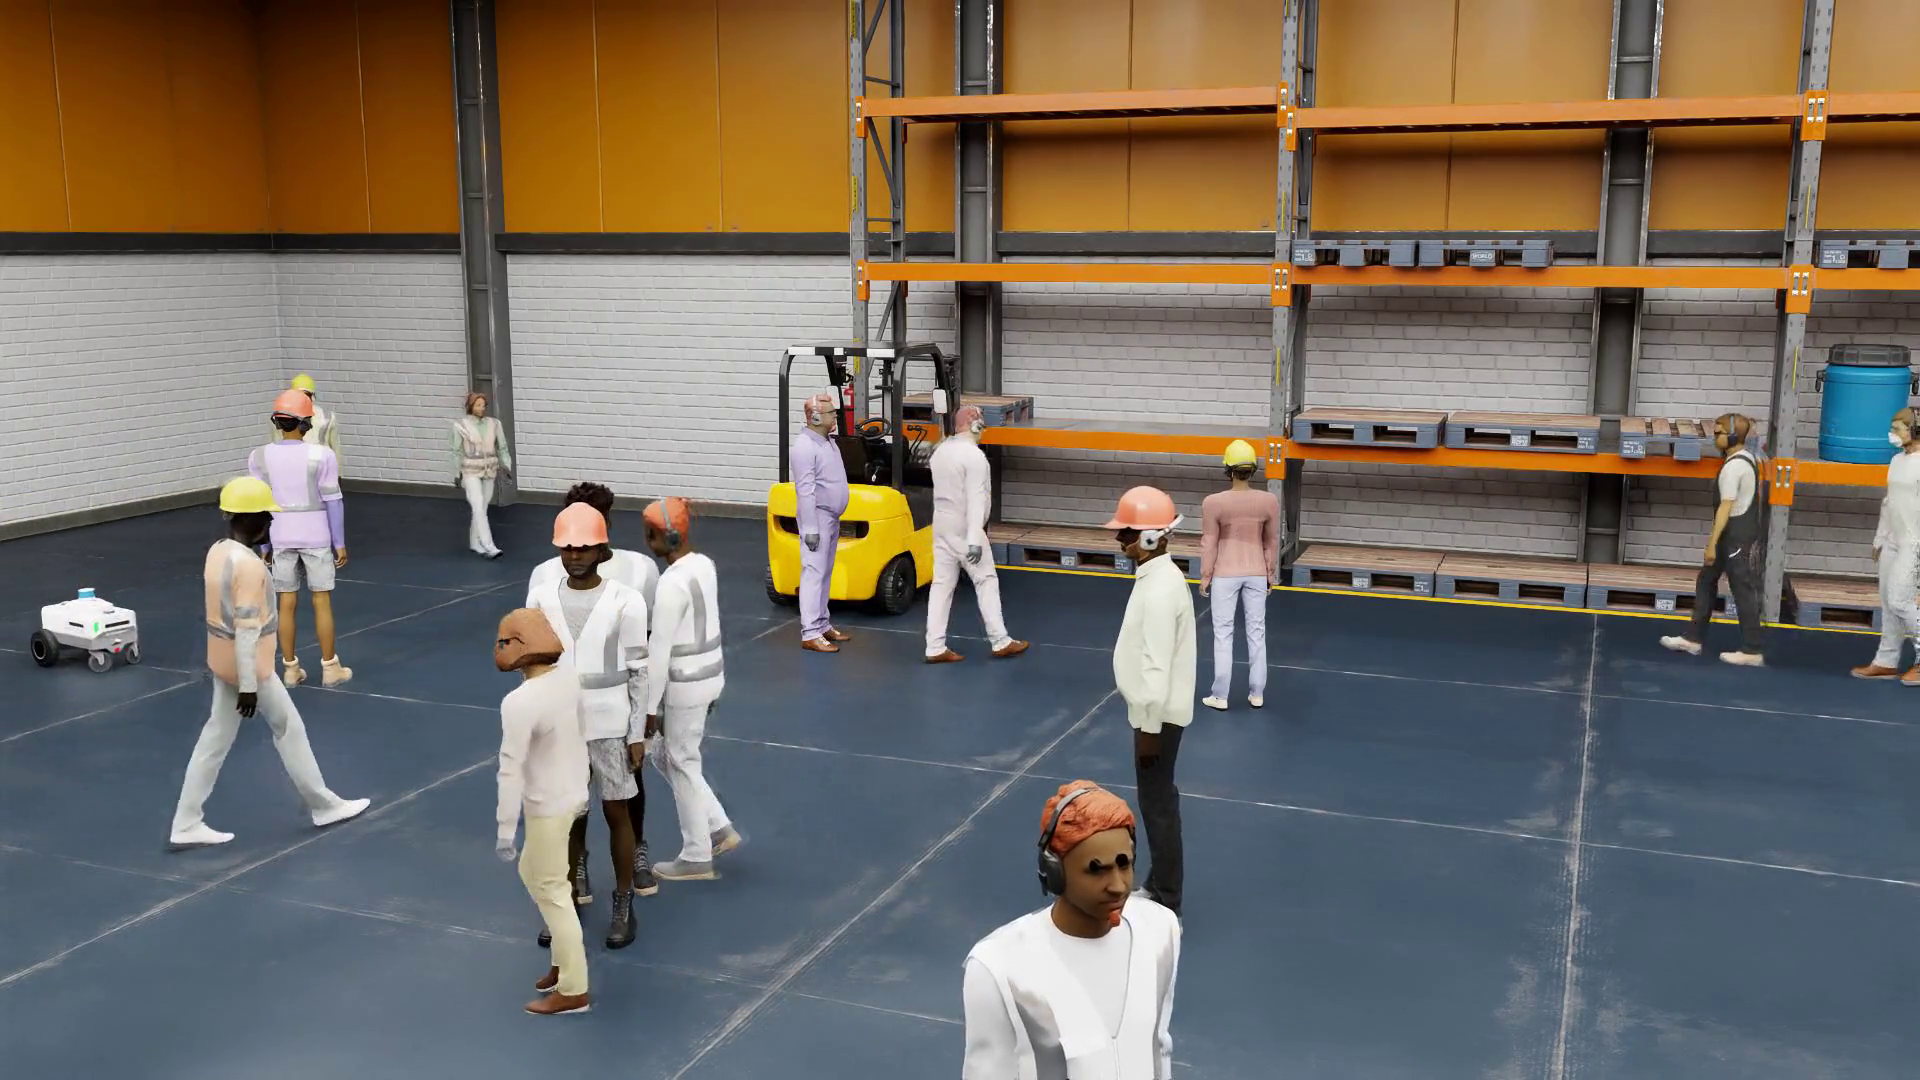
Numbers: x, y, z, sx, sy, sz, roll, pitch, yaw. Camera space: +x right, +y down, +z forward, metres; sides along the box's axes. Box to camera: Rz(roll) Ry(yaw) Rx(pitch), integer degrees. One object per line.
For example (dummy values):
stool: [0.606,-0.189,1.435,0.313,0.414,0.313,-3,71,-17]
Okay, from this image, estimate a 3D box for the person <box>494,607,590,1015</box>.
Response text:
person: [-1.621,1.069,6.552,0.392,1.605,0.591,2,10,13]

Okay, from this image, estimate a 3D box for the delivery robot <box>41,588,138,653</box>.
delivery robot: [-6.237,0.590,11.912,0.707,0.478,0.477,6,12,31]

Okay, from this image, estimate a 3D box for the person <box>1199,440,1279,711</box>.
person: [1.799,0.233,10.780,0.525,1.772,0.306,-2,10,-11]

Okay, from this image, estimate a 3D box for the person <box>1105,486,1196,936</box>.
person: [0.828,0.747,7.320,0.410,1.986,0.617,1,10,6]

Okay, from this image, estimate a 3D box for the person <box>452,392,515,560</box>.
person: [-4.570,-0.613,15.959,0.527,1.594,0.846,-10,14,-44]

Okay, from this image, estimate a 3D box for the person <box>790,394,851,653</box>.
person: [-1.025,-0.133,12.422,0.408,1.913,0.642,2,10,10]

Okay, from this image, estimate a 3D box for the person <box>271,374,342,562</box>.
person: [-6.130,-0.658,15.630,0.619,1.805,0.704,-4,11,-22]

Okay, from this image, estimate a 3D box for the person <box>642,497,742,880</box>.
person: [-1.323,0.714,7.849,0.411,1.865,0.576,1,10,4]

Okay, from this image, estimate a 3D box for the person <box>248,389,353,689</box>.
person: [-4.479,-0.002,11.323,0.605,2.045,0.379,0,10,-1]

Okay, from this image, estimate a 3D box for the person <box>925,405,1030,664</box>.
person: [0.106,-0.038,12.039,0.894,1.855,0.716,-6,12,-32]

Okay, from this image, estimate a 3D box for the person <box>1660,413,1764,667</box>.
person: [5.453,-0.011,11.996,0.850,1.813,0.530,7,12,32]

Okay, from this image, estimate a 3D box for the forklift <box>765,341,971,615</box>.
forklift: [-0.739,-0.602,14.246,1.214,2.155,2.313,4,11,21]

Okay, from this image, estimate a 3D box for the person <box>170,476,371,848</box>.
person: [-3.581,0.606,8.405,0.986,1.873,0.606,-8,13,-39]

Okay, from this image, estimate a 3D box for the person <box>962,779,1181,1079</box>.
person: [0.259,1.446,3.707,0.575,1.881,0.356,-7,12,-34]

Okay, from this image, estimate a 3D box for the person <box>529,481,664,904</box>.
person: [-1.651,0.691,7.682,0.636,1.963,0.361,-4,11,-22]

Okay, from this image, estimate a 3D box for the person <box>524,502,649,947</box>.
person: [-1.607,0.796,7.160,0.545,1.942,0.350,1,10,5]

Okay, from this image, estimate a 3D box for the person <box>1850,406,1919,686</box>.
person: [6.461,0.045,11.373,0.448,1.926,0.684,1,10,7]
